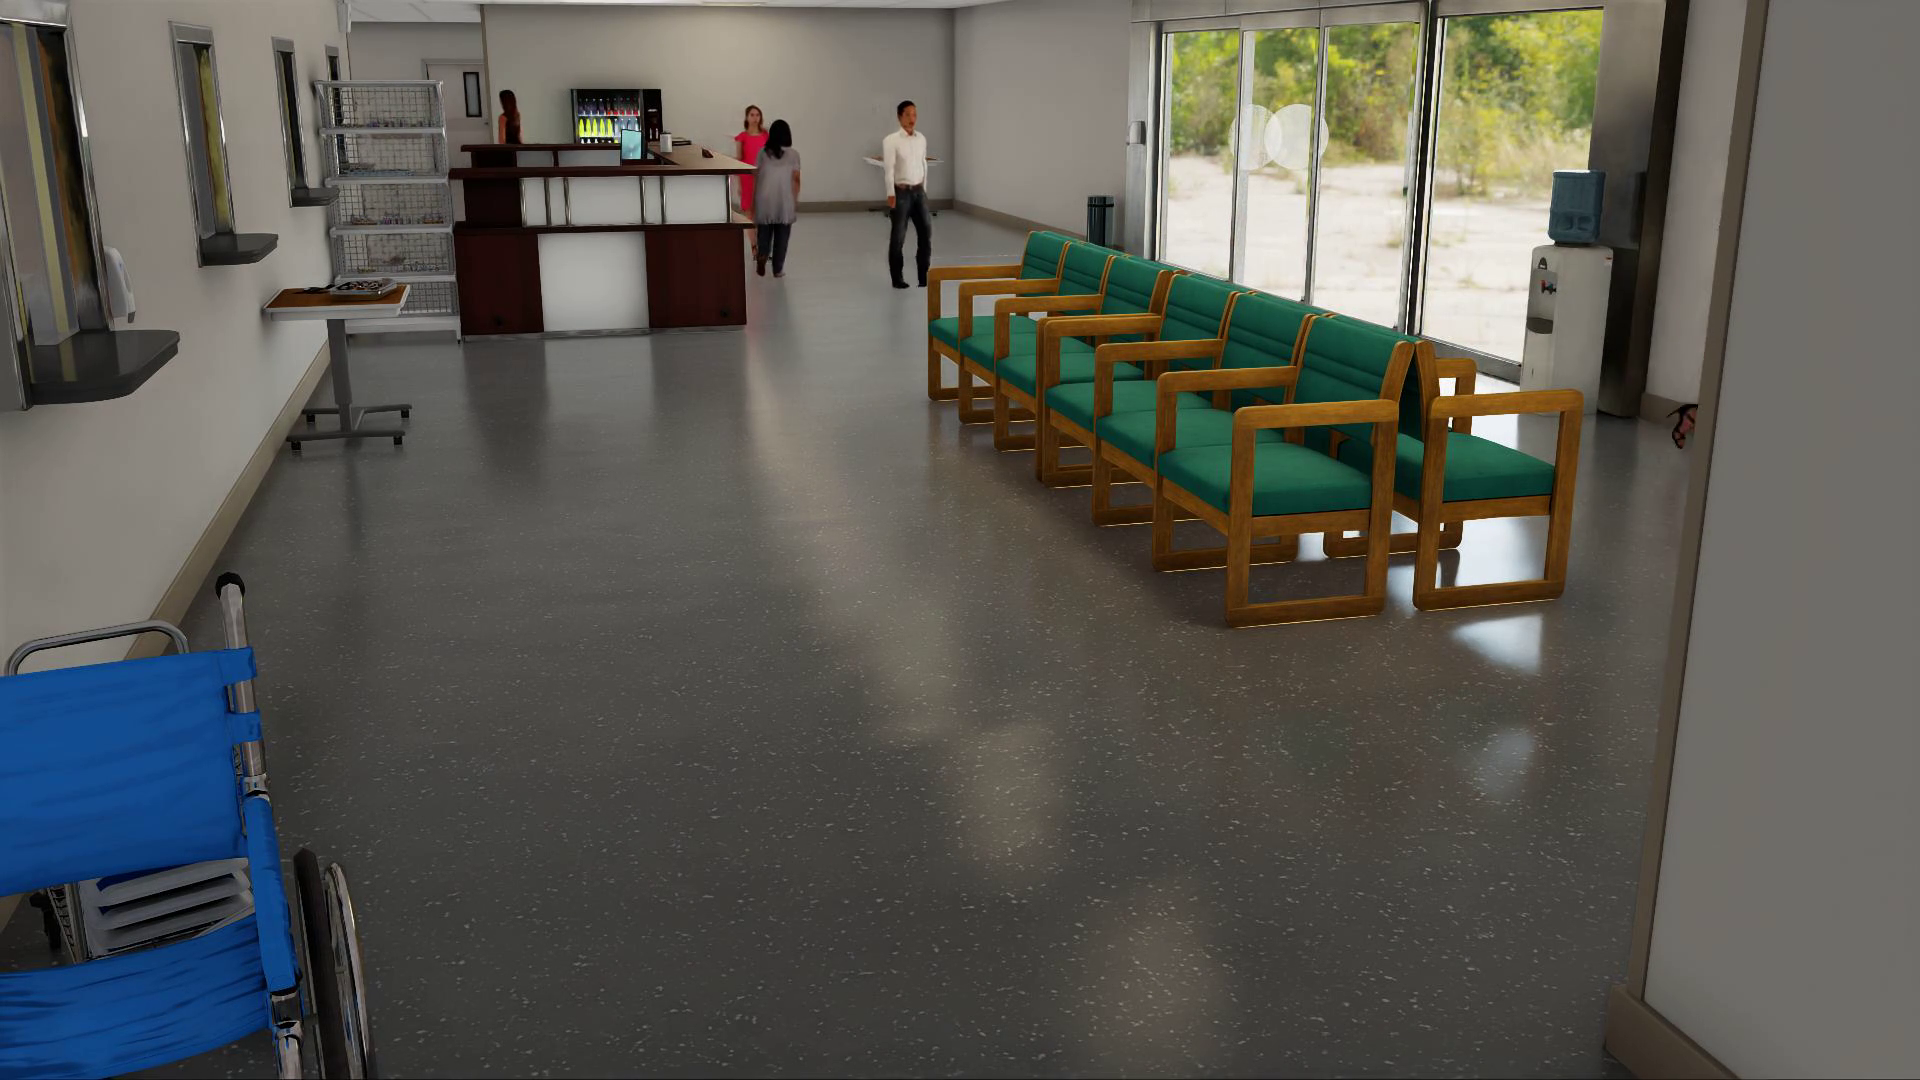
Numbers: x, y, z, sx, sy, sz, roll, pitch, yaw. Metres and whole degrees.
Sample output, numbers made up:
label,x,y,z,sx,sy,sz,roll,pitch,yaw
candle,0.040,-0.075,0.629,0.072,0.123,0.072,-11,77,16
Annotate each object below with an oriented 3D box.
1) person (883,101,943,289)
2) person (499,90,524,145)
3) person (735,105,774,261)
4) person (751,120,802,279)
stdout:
label,x,y,z,sx,sy,sz,roll,pitch,yaw
person,-0.571,-3.336,16.175,0.961,1.788,0.944,-11,19,-35
person,-5.999,-5.150,22.542,0.911,1.826,0.840,7,17,25
person,-2.295,-3.961,18.554,0.874,1.700,0.652,-5,16,-16
person,-1.894,-3.461,16.994,0.850,1.585,0.868,0,16,-2
